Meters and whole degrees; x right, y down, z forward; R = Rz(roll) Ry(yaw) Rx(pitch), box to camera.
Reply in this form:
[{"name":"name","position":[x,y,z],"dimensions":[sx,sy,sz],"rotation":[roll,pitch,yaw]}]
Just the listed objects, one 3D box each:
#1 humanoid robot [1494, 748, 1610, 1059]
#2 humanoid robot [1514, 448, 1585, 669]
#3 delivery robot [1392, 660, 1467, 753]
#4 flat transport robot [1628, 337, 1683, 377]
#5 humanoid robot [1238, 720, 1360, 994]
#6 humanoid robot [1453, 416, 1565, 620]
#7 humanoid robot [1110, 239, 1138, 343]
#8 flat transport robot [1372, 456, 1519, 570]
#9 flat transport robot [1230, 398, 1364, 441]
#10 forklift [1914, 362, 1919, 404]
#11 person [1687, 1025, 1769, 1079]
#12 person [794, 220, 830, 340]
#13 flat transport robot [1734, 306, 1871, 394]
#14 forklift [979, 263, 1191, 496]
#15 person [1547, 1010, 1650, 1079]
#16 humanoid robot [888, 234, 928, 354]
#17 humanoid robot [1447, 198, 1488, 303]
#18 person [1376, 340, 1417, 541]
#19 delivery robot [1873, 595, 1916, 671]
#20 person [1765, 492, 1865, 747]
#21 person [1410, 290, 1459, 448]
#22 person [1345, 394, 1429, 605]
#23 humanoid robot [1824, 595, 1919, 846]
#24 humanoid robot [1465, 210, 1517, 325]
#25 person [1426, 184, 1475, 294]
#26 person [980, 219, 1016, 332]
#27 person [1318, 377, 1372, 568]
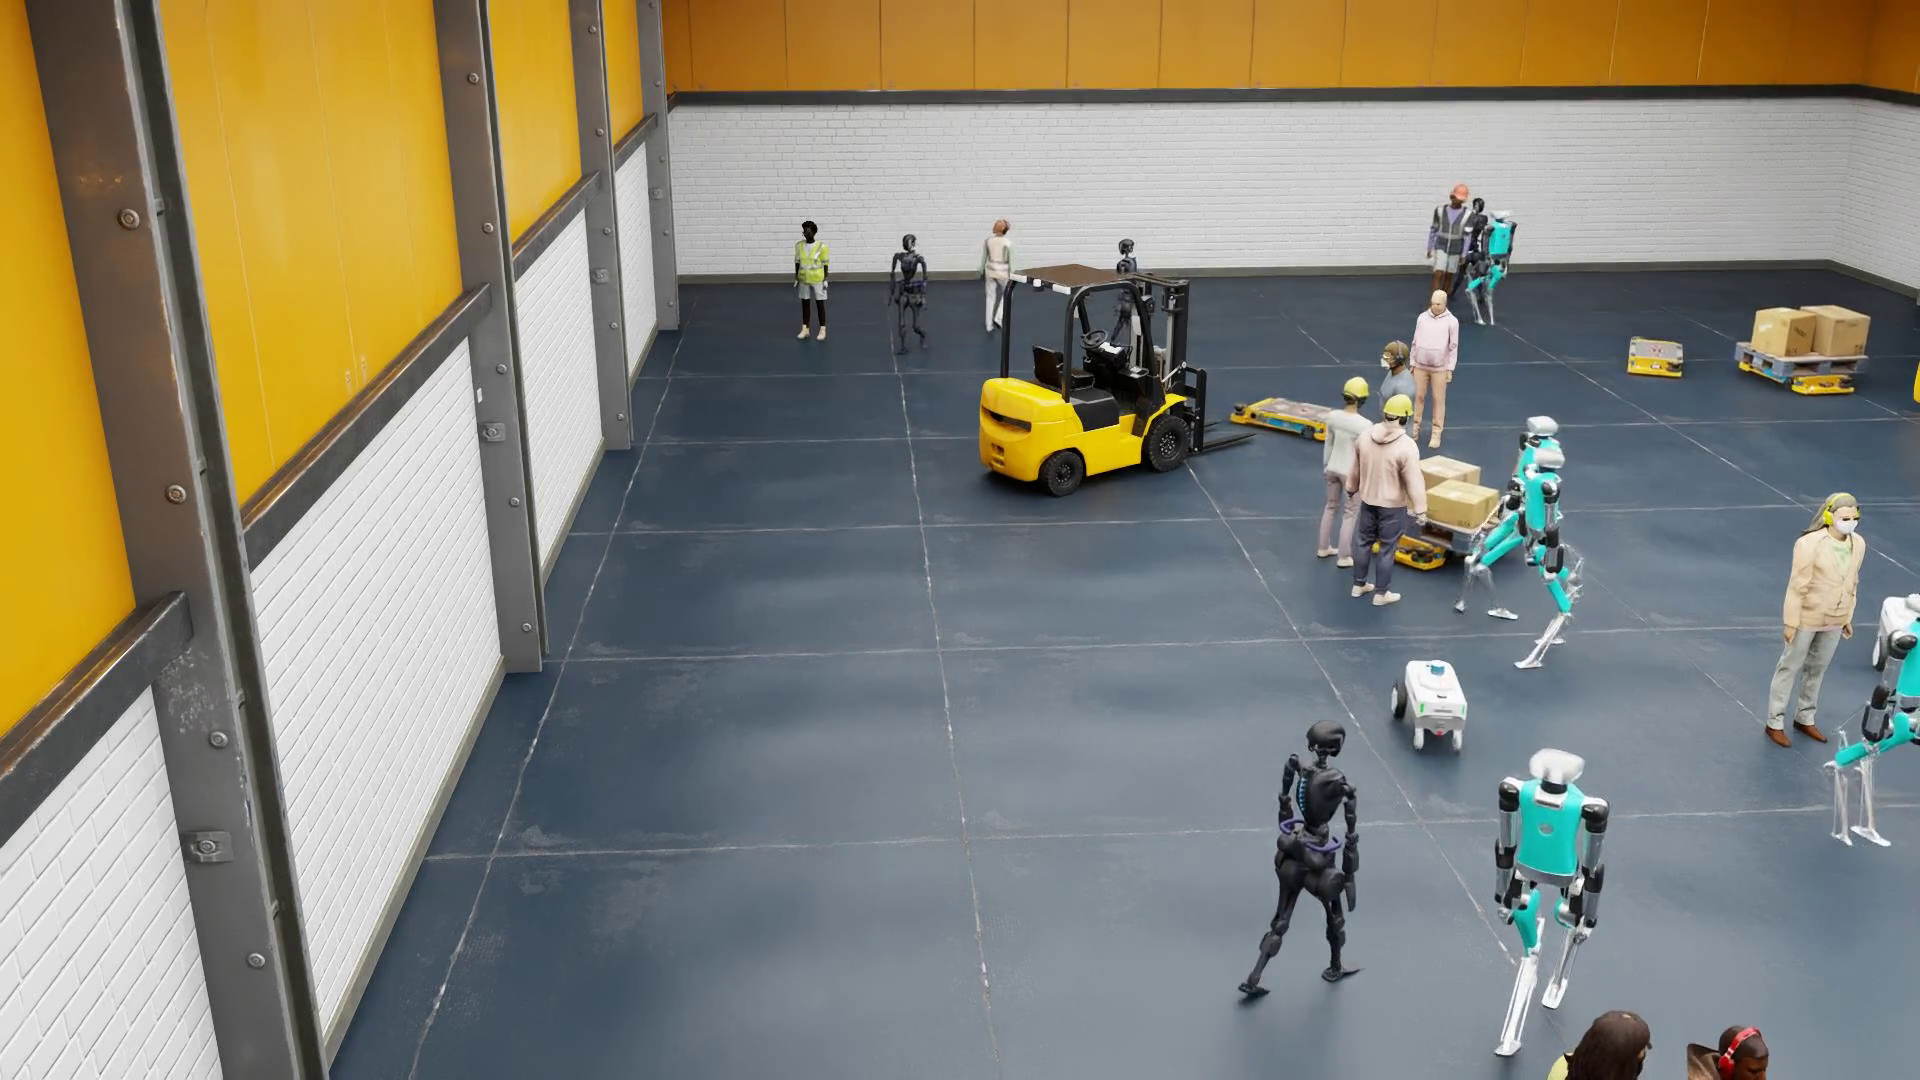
[{"name":"humanoid robot","position":[3.079,1.807,8.626],"dimensions":[0.543,1.753,1.029],"rotation":[13,24,31]},{"name":"humanoid robot","position":[4.774,0.136,13.137],"dimensions":[0.755,1.778,0.588],"rotation":[-1,20,-2]},{"name":"delivery robot","position":[3.435,1.148,12.047],"dimensions":[0.499,0.568,0.747],"rotation":[2,20,6]},{"name":"flat transport robot","position":[9.325,-2.451,22.307],"dimensions":[0.659,0.231,1.431],"rotation":[8,22,20]},{"name":"humanoid robot","position":[1.881,1.719,8.992],"dimensions":[0.780,1.642,0.587],"rotation":[-14,24,-33]},{"name":"humanoid robot","position":[4.482,-0.151,13.901],"dimensions":[0.888,1.772,0.586],"rotation":[-5,21,-13]},{"name":"humanoid robot","position":[2.220,-3.261,22.542],"dimensions":[0.785,1.622,0.615],"rotation":[7,21,18]},{"name":"flat transport robot","position":[4.570,-0.028,15.702],"dimensions":[1.431,0.231,0.659],"rotation":[-15,25,-35]},{"name":"flat transport robot","position":[3.957,-1.417,19.489],"dimensions":[1.431,0.231,0.659],"rotation":[17,26,38]},{"name":"forklift","position":[12.602,-2.435,19.475],"dimensions":[2.313,2.155,1.214],"rotation":[-1,20,-4]},{"name":"person","position":[2.935,2.593,6.568],"dimensions":[0.476,1.647,0.310],"rotation":[-8,22,-21]},{"name":"person","position":[-2.106,-3.678,23.575],"dimensions":[0.541,1.695,0.316],"rotation":[7,21,19]},{"name":"flat transport robot","position":[10.799,-2.147,21.476],"dimensions":[0.659,0.231,1.431],"rotation":[-3,20,-9]},{"name":"forklift","position":[1.315,-1.764,17.646],"dimensions":[2.313,2.155,1.214],"rotation":[-14,24,-33]},{"name":"person","position":[2.388,2.587,6.418],"dimensions":[0.369,1.763,0.468],"rotation":[-6,21,-17]},{"name":"humanoid robot","position":[-0.685,-3.396,22.834],"dimensions":[0.609,1.638,0.526],"rotation":[10,22,25]},{"name":"humanoid robot","position":[7.981,-4.498,25.889],"dimensions":[0.612,1.630,0.733],"rotation":[-12,23,-29]},{"name":"person","position":[4.117,-0.949,15.808],"dimensions":[0.362,1.932,0.627],"rotation":[2,20,4]},{"name":"delivery robot","position":[7.537,0.746,13.191],"dimensions":[0.499,0.601,0.783],"rotation":[7,21,19]},{"name":"person","position":[6.081,0.549,11.803],"dimensions":[0.554,1.877,0.400],"rotation":[-4,21,-11]},{"name":"person","position":[5.315,-1.935,18.704],"dimensions":[0.524,1.782,0.403],"rotation":[13,24,32]},{"name":"person","position":[3.628,-0.340,14.257],"dimensions":[0.436,1.855,0.814],"rotation":[-17,26,-38]},{"name":"humanoid robot","position":[5.781,1.107,10.468],"dimensions":[0.539,1.779,0.695],"rotation":[-7,21,-17]},{"name":"humanoid robot","position":[7.684,-3.959,24.352],"dimensions":[0.577,1.818,0.773],"rotation":[-8,22,-21]},{"name":"person","position":[7.342,-4.347,24.972],"dimensions":[0.635,1.986,0.921],"rotation":[6,21,15]},{"name":"person","position":[0.550,-3.821,24.057],"dimensions":[0.603,1.617,0.412],"rotation":[10,22,25]},{"name":"person","position":[3.539,-0.620,15.157],"dimensions":[0.343,1.759,0.529],"rotation":[-13,24,-31]}]
